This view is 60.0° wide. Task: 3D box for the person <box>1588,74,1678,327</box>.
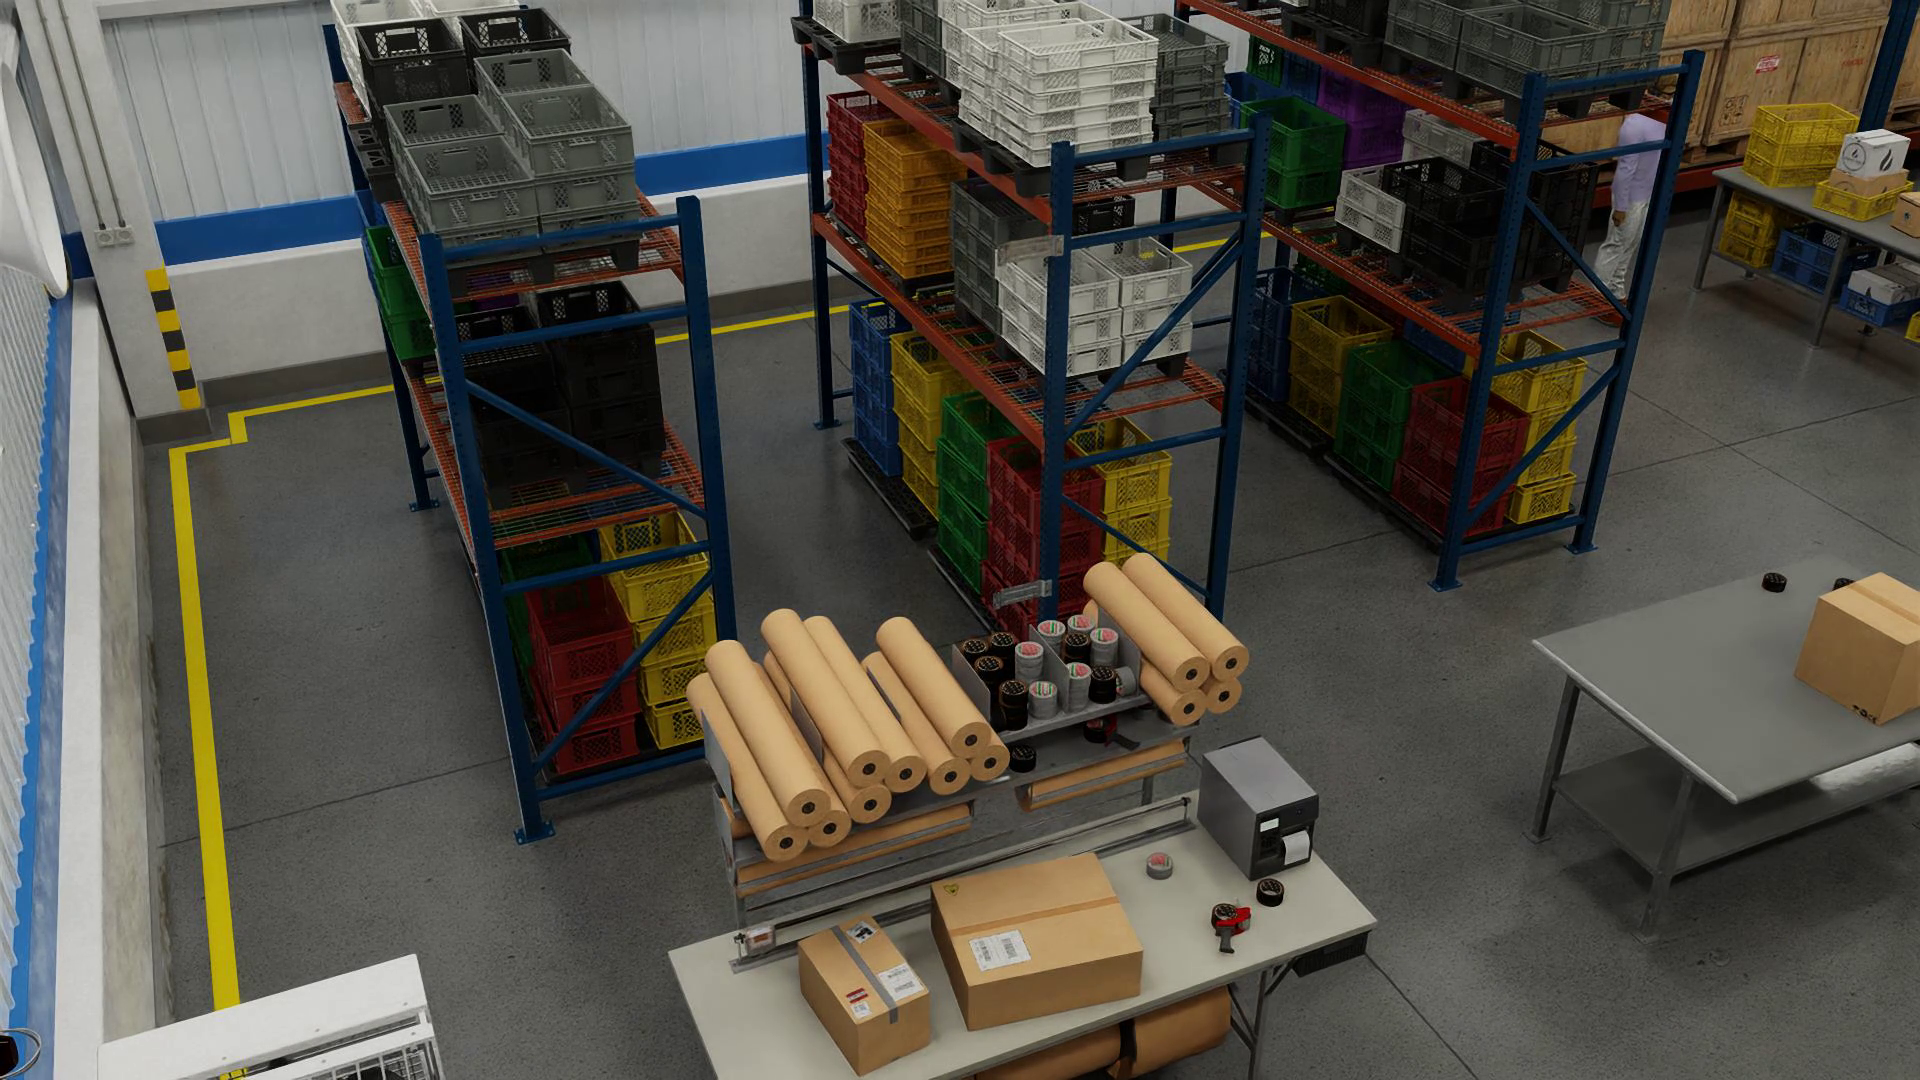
[{"bbox_3d":[5.114,-2.591,12.573,0.365,1.939,0.636,27,41,37],"label":"person"}]
